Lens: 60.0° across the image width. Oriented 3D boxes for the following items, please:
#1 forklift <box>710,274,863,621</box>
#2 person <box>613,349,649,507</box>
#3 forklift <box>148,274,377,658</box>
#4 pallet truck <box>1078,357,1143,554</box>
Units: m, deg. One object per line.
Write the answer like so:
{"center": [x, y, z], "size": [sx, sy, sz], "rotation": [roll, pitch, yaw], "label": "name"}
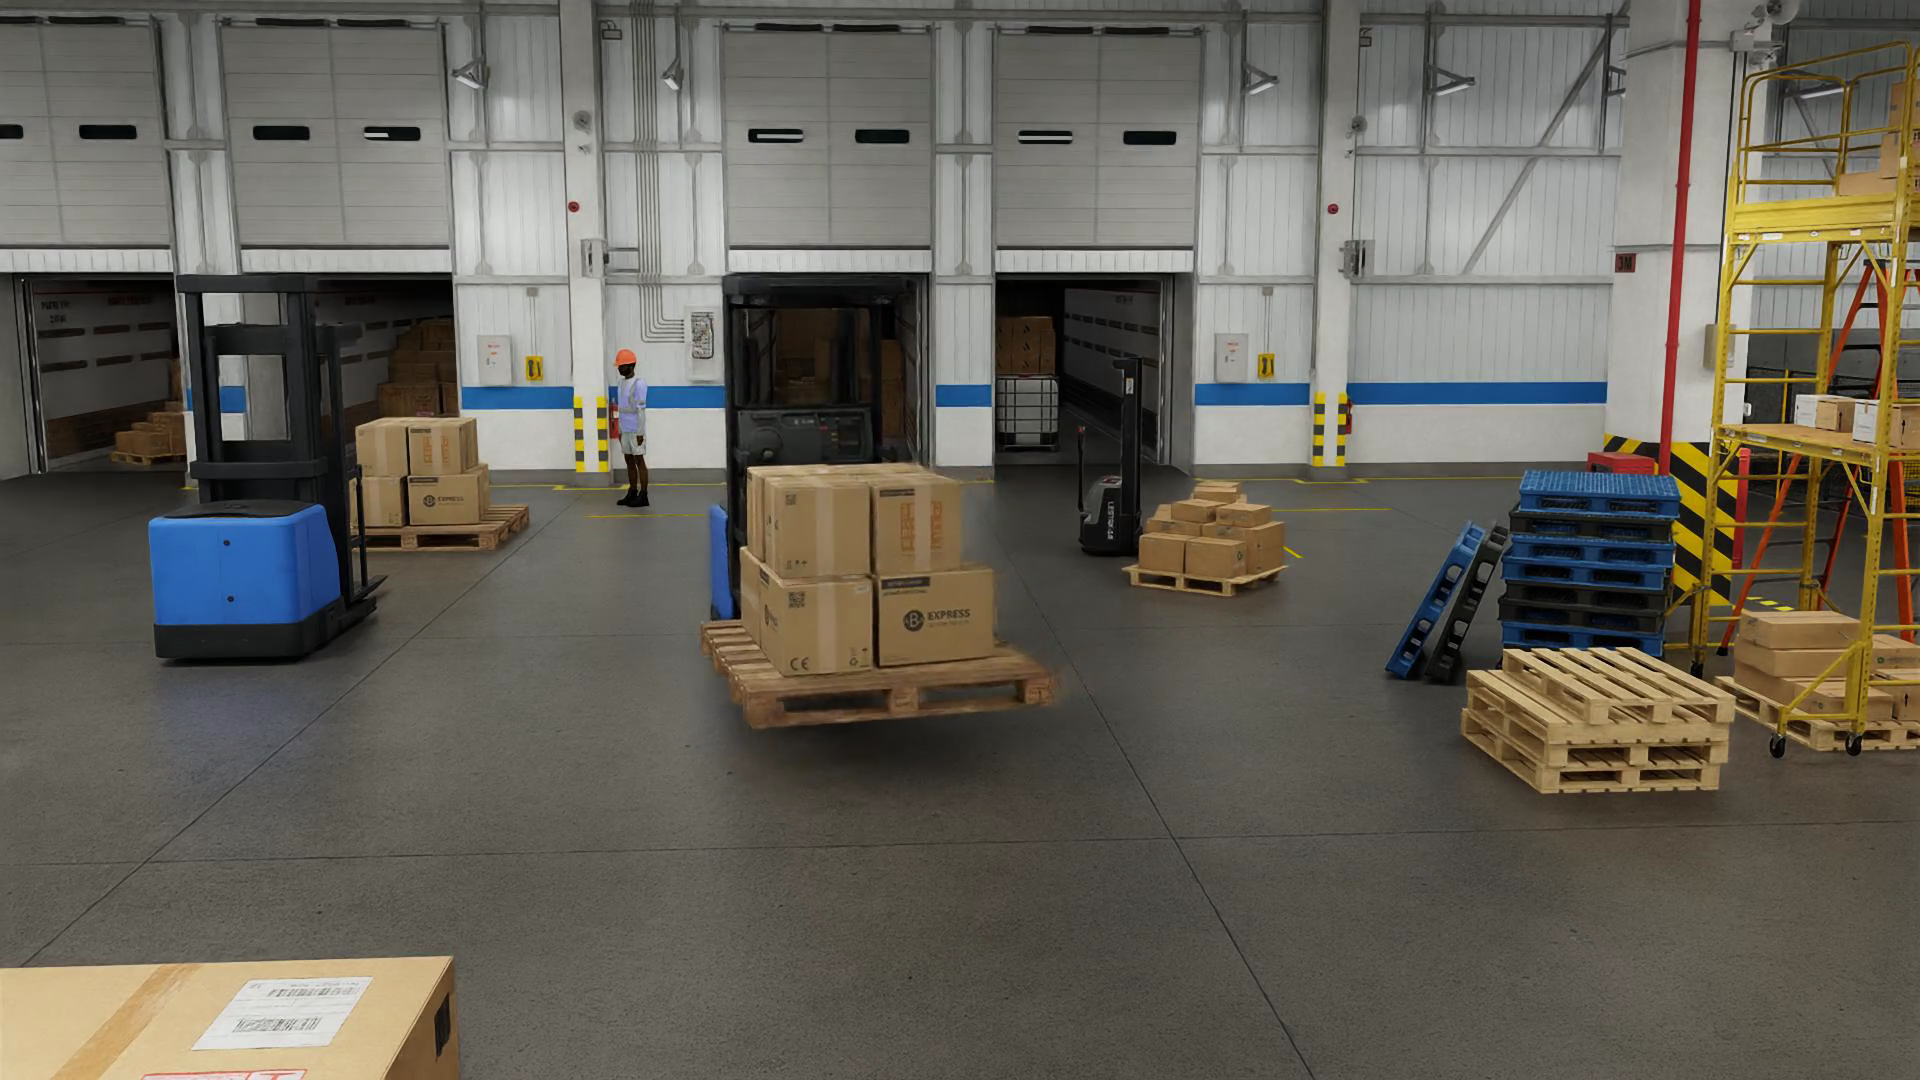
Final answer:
{"center": [-1.167, -0.500, 11.887], "size": [1.129, 2.768, 1.873], "rotation": [-3, 9, -16], "label": "forklift"}
{"center": [-4.024, -1.361, 20.279], "size": [0.389, 1.930, 0.544], "rotation": [-8, 12, -41], "label": "person"}
{"center": [-5.348, -0.627, 12.681], "size": [1.129, 2.768, 1.873], "rotation": [-1, 9, -4], "label": "forklift"}
{"center": [2.088, -0.836, 16.757], "size": [1.885, 1.965, 0.823], "rotation": [2, 9, 13], "label": "pallet truck"}
